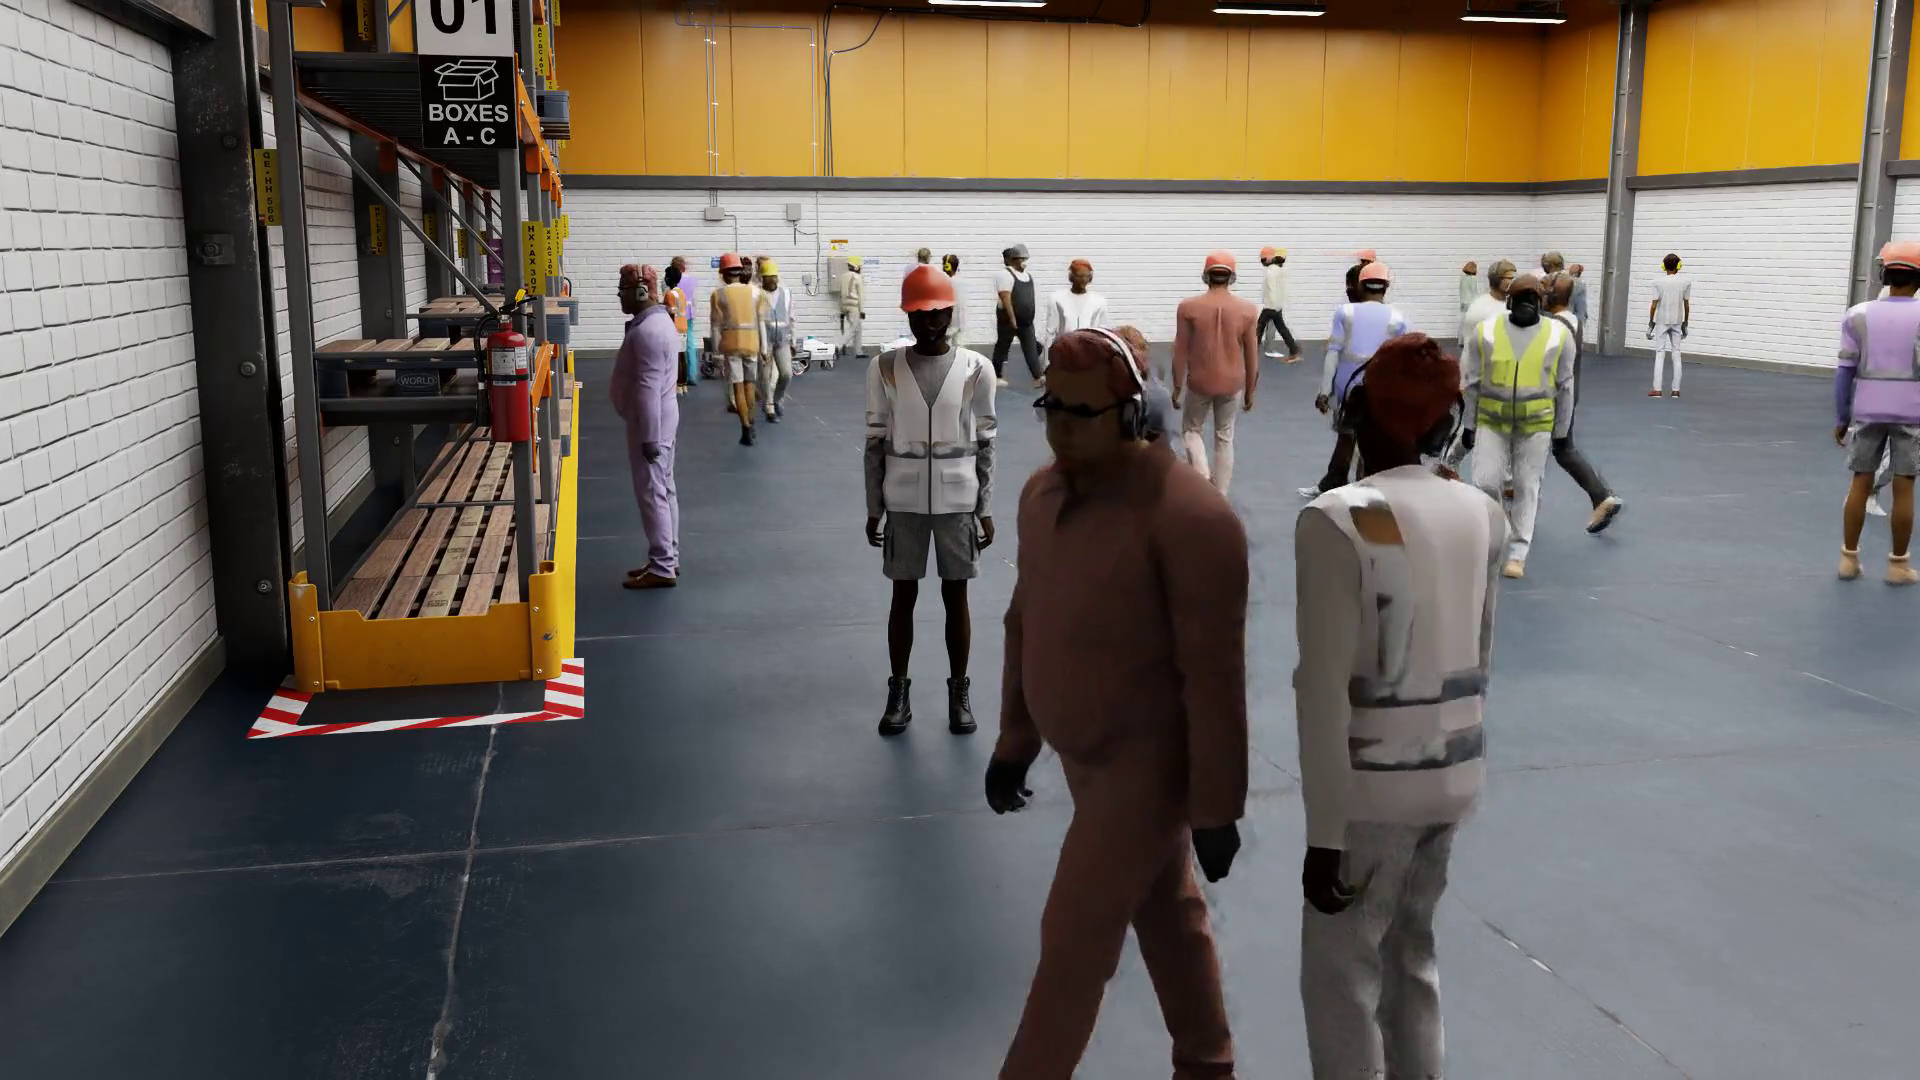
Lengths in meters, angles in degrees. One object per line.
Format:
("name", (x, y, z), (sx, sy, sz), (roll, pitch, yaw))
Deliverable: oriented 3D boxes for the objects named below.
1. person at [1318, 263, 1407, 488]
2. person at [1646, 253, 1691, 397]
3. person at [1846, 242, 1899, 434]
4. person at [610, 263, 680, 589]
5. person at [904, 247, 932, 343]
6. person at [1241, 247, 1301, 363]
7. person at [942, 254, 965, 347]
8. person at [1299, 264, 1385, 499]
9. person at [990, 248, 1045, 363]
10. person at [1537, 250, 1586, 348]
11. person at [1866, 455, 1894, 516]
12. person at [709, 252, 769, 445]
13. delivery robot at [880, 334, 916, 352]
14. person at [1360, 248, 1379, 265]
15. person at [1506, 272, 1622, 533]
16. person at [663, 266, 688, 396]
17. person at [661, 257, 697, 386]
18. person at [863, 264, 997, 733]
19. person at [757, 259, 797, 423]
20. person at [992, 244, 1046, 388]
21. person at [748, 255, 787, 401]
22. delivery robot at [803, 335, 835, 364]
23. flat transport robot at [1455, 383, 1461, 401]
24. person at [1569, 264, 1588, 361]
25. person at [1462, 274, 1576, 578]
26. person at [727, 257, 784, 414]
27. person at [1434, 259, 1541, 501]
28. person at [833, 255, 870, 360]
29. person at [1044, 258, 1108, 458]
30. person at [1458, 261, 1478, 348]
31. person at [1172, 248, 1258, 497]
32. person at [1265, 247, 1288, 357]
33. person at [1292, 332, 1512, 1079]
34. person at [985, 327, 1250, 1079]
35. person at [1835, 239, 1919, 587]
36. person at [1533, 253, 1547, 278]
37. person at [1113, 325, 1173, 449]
("person", (2.966, -1.100, 12.286), (0.602, 1.866, 0.991), (3, 11, 14))
("person", (9.182, -2.775, 21.577), (0.520, 1.864, 0.333), (2, 10, 9))
("person", (9.705, -2.069, 17.229), (0.757, 2.024, 0.611), (5, 11, 24))
("person", (-1.853, -0.667, 9.804), (0.404, 1.901, 0.645), (-1, 10, -3))
("person", (-0.682, -3.913, 27.742), (0.474, 1.913, 0.678), (-7, 12, -32))
("person", (5.175, -3.882, 27.554), (1.083, 1.929, 0.644), (4, 11, 20))
("person", (-0.177, -2.774, 21.596), (0.623, 1.848, 0.577), (5, 11, 25))
("person", (3.131, -1.171, 12.738), (1.050, 1.860, 0.607), (7, 12, 35))
("person", (0.989, -3.868, 27.491), (0.886, 1.918, 0.644), (0, 10, -2))
("person", (6.526, -2.213, 18.308), (0.637, 1.920, 0.435), (0, 10, 0))
("person", (7.076, -0.986, 12.111), (0.919, 1.700, 0.482), (9, 14, 42))
("person", (-2.244, -1.910, 16.658), (0.571, 1.902, 0.719), (-5, 12, -27))
("delivery robot", (-0.898, -2.996, 26.163), (0.707, 0.478, 0.477), (-1, 10, -7))
("person", (6.300, -3.675, 26.452), (0.774, 1.912, 0.546), (3, 11, 15))
("person", (4.176, -0.943, 11.539), (0.517, 1.822, 0.847), (-9, 13, -39))
("person", (-3.739, -2.736, 21.818), (0.316, 1.696, 0.540), (1, 10, 7))
("person", (-3.999, -3.079, 23.452), (0.571, 1.794, 0.892), (-8, 13, -39))
("person", (-0.123, -0.157, 6.859), (0.552, 1.937, 0.356), (0, 10, 0))
("person", (-2.107, -2.215, 18.587), (0.621, 1.819, 0.426), (-4, 11, -22))
("person", (0.808, -3.114, 22.960), (0.686, 2.000, 1.037), (-9, 14, -41))
("person", (-2.459, -2.621, 20.772), (0.631, 1.853, 1.044), (-1, 10, -8))
("delivery robot", (-2.315, -2.945, 25.882), (0.707, 0.478, 0.477), (-5, 11, -26))
("flat transport robot", (6.462, -1.937, 21.338), (0.652, 0.197, 1.431), (-1, 10, -7))
("person", (10.364, -3.838, 28.111), (0.310, 1.635, 0.519), (-4, 11, -21))
("person", (3.374, -0.688, 10.093), (0.648, 1.832, 0.435), (4, 11, 21))
("person", (-2.432, -2.358, 19.370), (0.901, 1.823, 0.529), (9, 13, 40))
("person", (4.189, -1.278, 13.216), (0.644, 1.904, 1.001), (-9, 13, -40))
("person", (-1.868, -3.919, 28.105), (0.784, 1.797, 0.581), (-6, 12, -32))
("person", (1.070, -1.660, 15.394), (0.595, 1.890, 0.538), (-1, 10, -3))
("person", (9.596, -4.429, 31.378), (0.289, 1.632, 0.497), (-3, 11, -17))
("person", (1.880, -1.155, 12.272), (0.644, 1.978, 0.443), (0, 10, -2))
("person", (5.522, -4.153, 29.062), (0.381, 1.917, 0.585), (1, 10, 7))
("person", (0.847, 0.526, 3.315), (0.719, 1.853, 0.428), (-8, 13, -39))
("person", (0.254, 0.485, 3.519), (0.918, 1.851, 0.650), (-4, 11, -20))
("person", (5.508, -0.744, 9.824), (0.614, 2.042, 0.380), (10, 14, 43))
("person", (9.520, -3.748, 27.049), (0.479, 1.833, 0.674), (0, 10, 3))
("person", (0.795, -0.241, 8.196), (0.494, 1.624, 0.279), (1, 10, 5))
